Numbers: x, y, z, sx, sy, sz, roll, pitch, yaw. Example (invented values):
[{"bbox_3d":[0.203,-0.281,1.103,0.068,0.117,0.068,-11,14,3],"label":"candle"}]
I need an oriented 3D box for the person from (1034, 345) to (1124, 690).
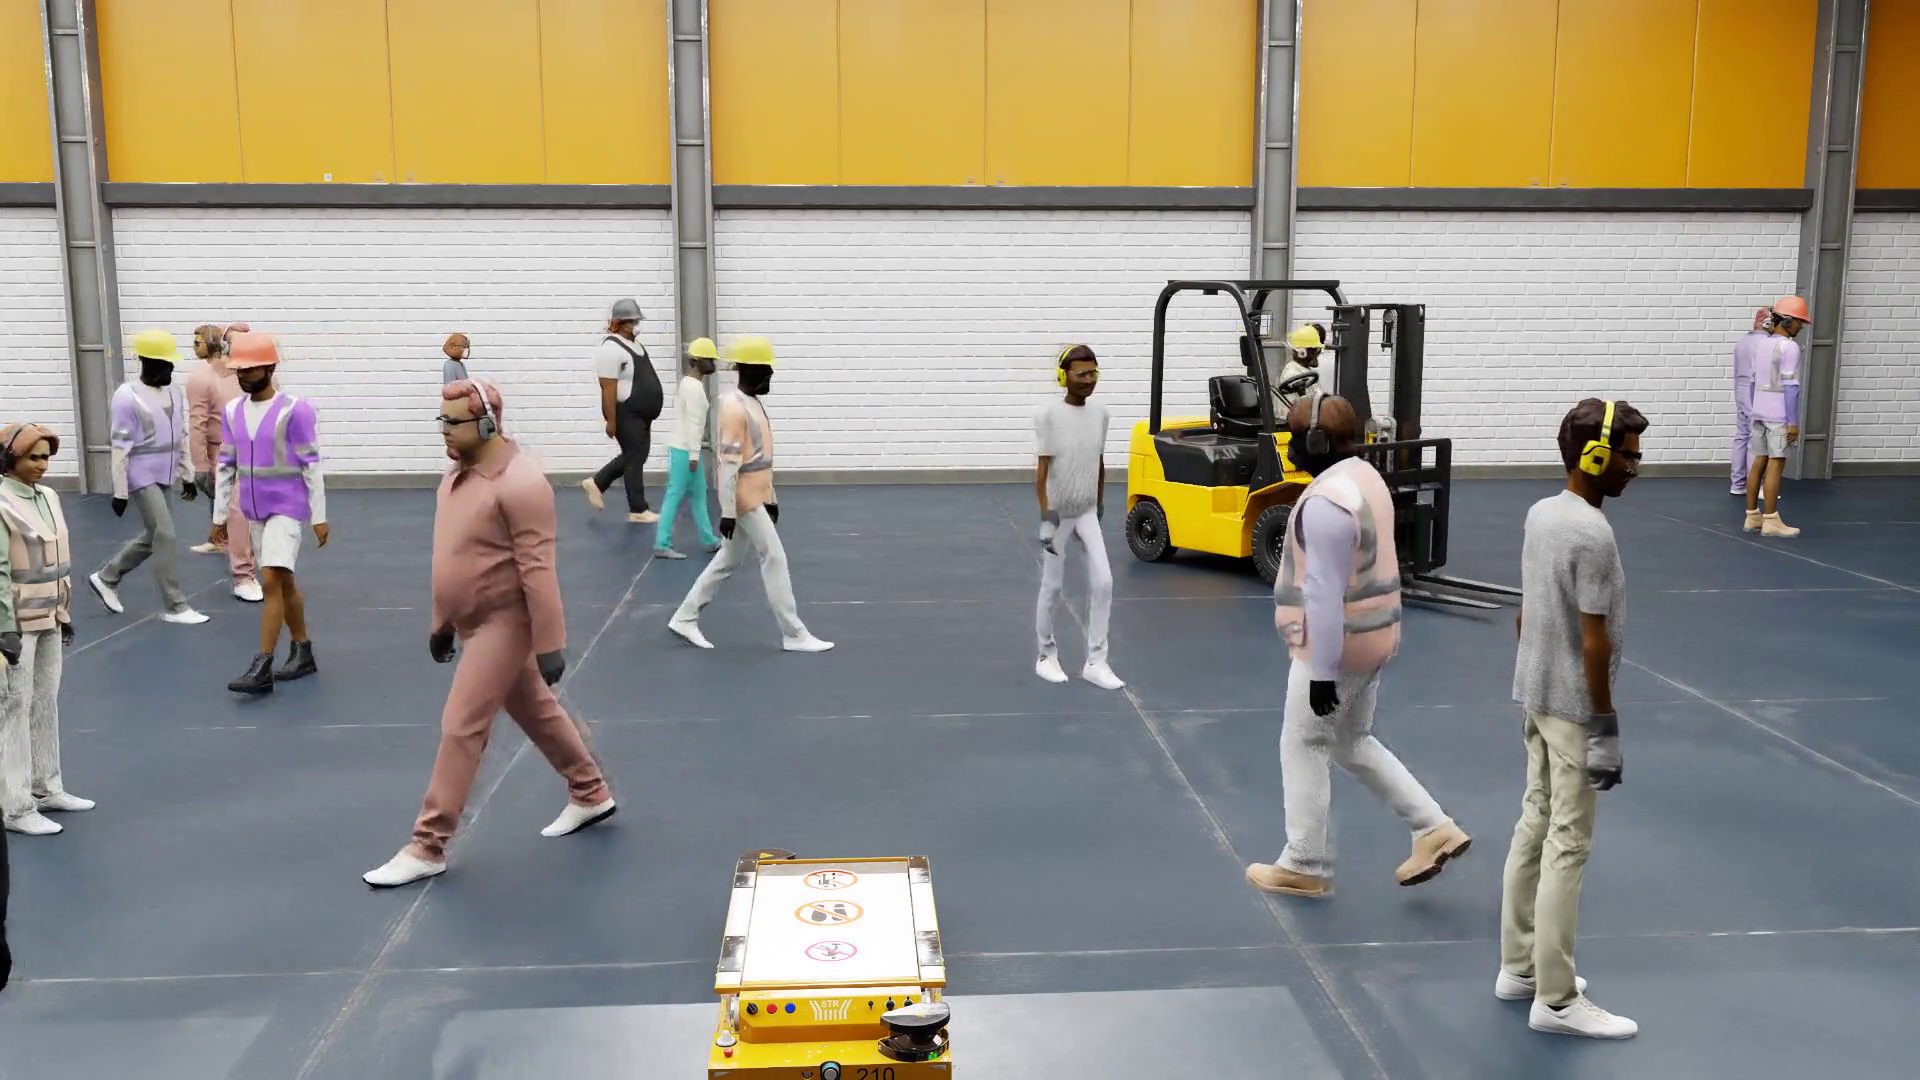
[{"bbox_3d":[0.623,-0.111,8.888,0.534,1.845,0.748,-4,10,-26],"label":"person"}]

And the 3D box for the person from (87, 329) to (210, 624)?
[{"bbox_3d":[-5.216,-0.398,10.552,0.823,1.885,0.638,1,9,7],"label":"person"}]

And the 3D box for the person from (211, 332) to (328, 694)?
[{"bbox_3d":[-3.747,-0.136,8.822,0.577,1.904,0.859,3,10,19],"label":"person"}]

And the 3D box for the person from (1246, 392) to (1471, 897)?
[{"bbox_3d":[1.416,0.386,5.854,0.681,1.813,0.667,5,10,27],"label":"person"}]

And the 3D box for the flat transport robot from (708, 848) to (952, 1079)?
[{"bbox_3d":[-0.394,1.269,5.127,0.652,0.197,1.431,-1,9,-4],"label":"flat transport robot"}]

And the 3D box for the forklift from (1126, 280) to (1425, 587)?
[{"bbox_3d":[2.301,-0.860,12.475,1.214,2.155,2.313,-6,11,-35],"label":"forklift"}]

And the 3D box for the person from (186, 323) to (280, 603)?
[{"bbox_3d":[-4.854,-0.531,11.371,0.653,1.886,0.667,6,11,32],"label":"person"}]

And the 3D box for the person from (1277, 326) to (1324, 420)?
[{"bbox_3d":[2.786,-0.874,13.813,0.797,1.804,0.599,3,10,18],"label":"person"}]

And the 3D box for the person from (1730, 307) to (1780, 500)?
[{"bbox_3d":[7.936,-1.355,16.511,0.402,1.901,0.639,0,9,-2],"label":"person"}]

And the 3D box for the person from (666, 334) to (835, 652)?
[{"bbox_3d":[-1.275,-0.266,9.733,0.988,1.884,0.600,0,9,1],"label":"person"}]

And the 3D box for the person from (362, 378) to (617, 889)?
[{"bbox_3d":[-1.752,0.312,6.255,1.048,1.849,0.663,-7,11,-38],"label":"person"}]

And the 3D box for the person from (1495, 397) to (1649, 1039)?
[{"bbox_3d":[1.805,0.512,4.904,0.333,1.865,0.520,0,9,-2],"label":"person"}]

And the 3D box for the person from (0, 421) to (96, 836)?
[{"bbox_3d":[-3.721,0.345,6.656,0.314,1.637,0.514,0,9,-2],"label":"person"}]

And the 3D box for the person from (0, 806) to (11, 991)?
[{"bbox_3d":[-2.138,0.816,3.136,0.450,1.827,0.635,5,10,27],"label":"person"}]

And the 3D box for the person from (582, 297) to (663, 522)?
[{"bbox_3d":[-3.040,-1.173,14.923,0.760,2.000,0.677,1,9,6],"label":"person"}]

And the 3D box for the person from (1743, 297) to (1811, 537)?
[{"bbox_3d":[6.963,-1.046,14.156,0.402,2.033,0.605,0,9,-2],"label":"person"}]

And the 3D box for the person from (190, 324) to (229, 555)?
[{"bbox_3d":[-5.811,-0.787,13.149,0.564,1.835,0.526,-4,10,-24],"label":"person"}]

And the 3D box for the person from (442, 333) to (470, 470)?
[{"bbox_3d":[-5.039,-1.255,16.711,0.287,1.633,0.498,0,9,-2],"label":"person"}]

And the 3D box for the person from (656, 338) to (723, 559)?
[{"bbox_3d":[-2.070,-0.711,13.030,0.705,1.720,0.550,-2,9,-12],"label":"person"}]

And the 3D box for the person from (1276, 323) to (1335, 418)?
[{"bbox_3d":[3.005,-0.960,14.341,1.023,1.806,0.497,7,11,36],"label":"person"}]
